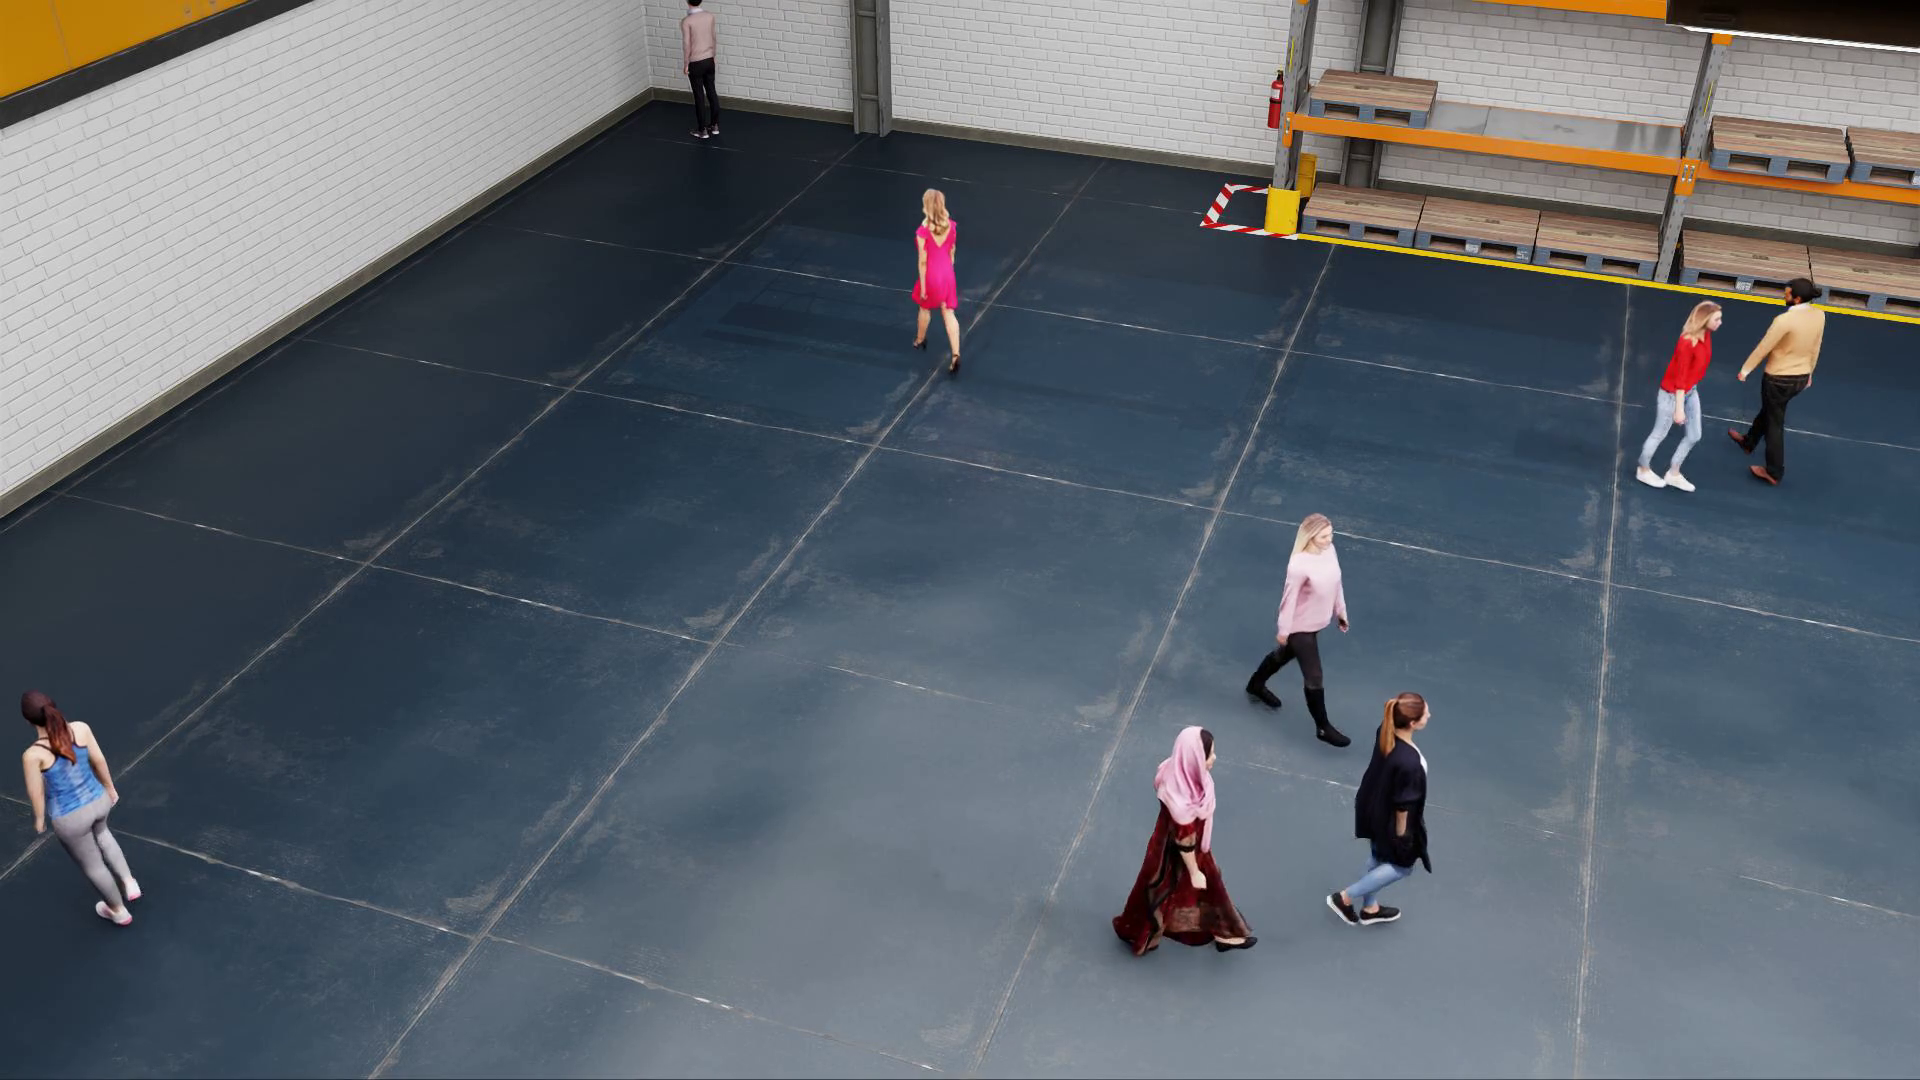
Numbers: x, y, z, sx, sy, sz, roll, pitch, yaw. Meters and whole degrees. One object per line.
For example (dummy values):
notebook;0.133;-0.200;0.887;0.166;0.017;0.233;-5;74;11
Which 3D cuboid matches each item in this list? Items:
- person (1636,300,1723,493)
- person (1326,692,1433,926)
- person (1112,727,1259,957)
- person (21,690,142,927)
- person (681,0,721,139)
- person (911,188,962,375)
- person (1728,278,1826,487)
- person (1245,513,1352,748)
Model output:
person;5.685;-1.176;13.327;0.788;1.691;0.838;-29;43;-36
person;2.309;1.538;9.258;0.880;1.676;0.794;-4;34;-6
person;1.110;1.684;9.113;1.029;1.593;0.648;13;36;18
person;-4.893;1.538;9.327;0.579;1.599;0.593;15;36;21
person;-3.152;-5.807;20.188;0.708;1.809;0.708;-27;42;-34
person;-0.160;-2.298;15.026;1.008;1.679;1.107;-18;37;-24
person;6.699;-1.249;13.418;1.054;1.712;1.110;-14;36;-20
person;2.177;0.505;10.840;1.170;1.644;0.878;27;42;34
